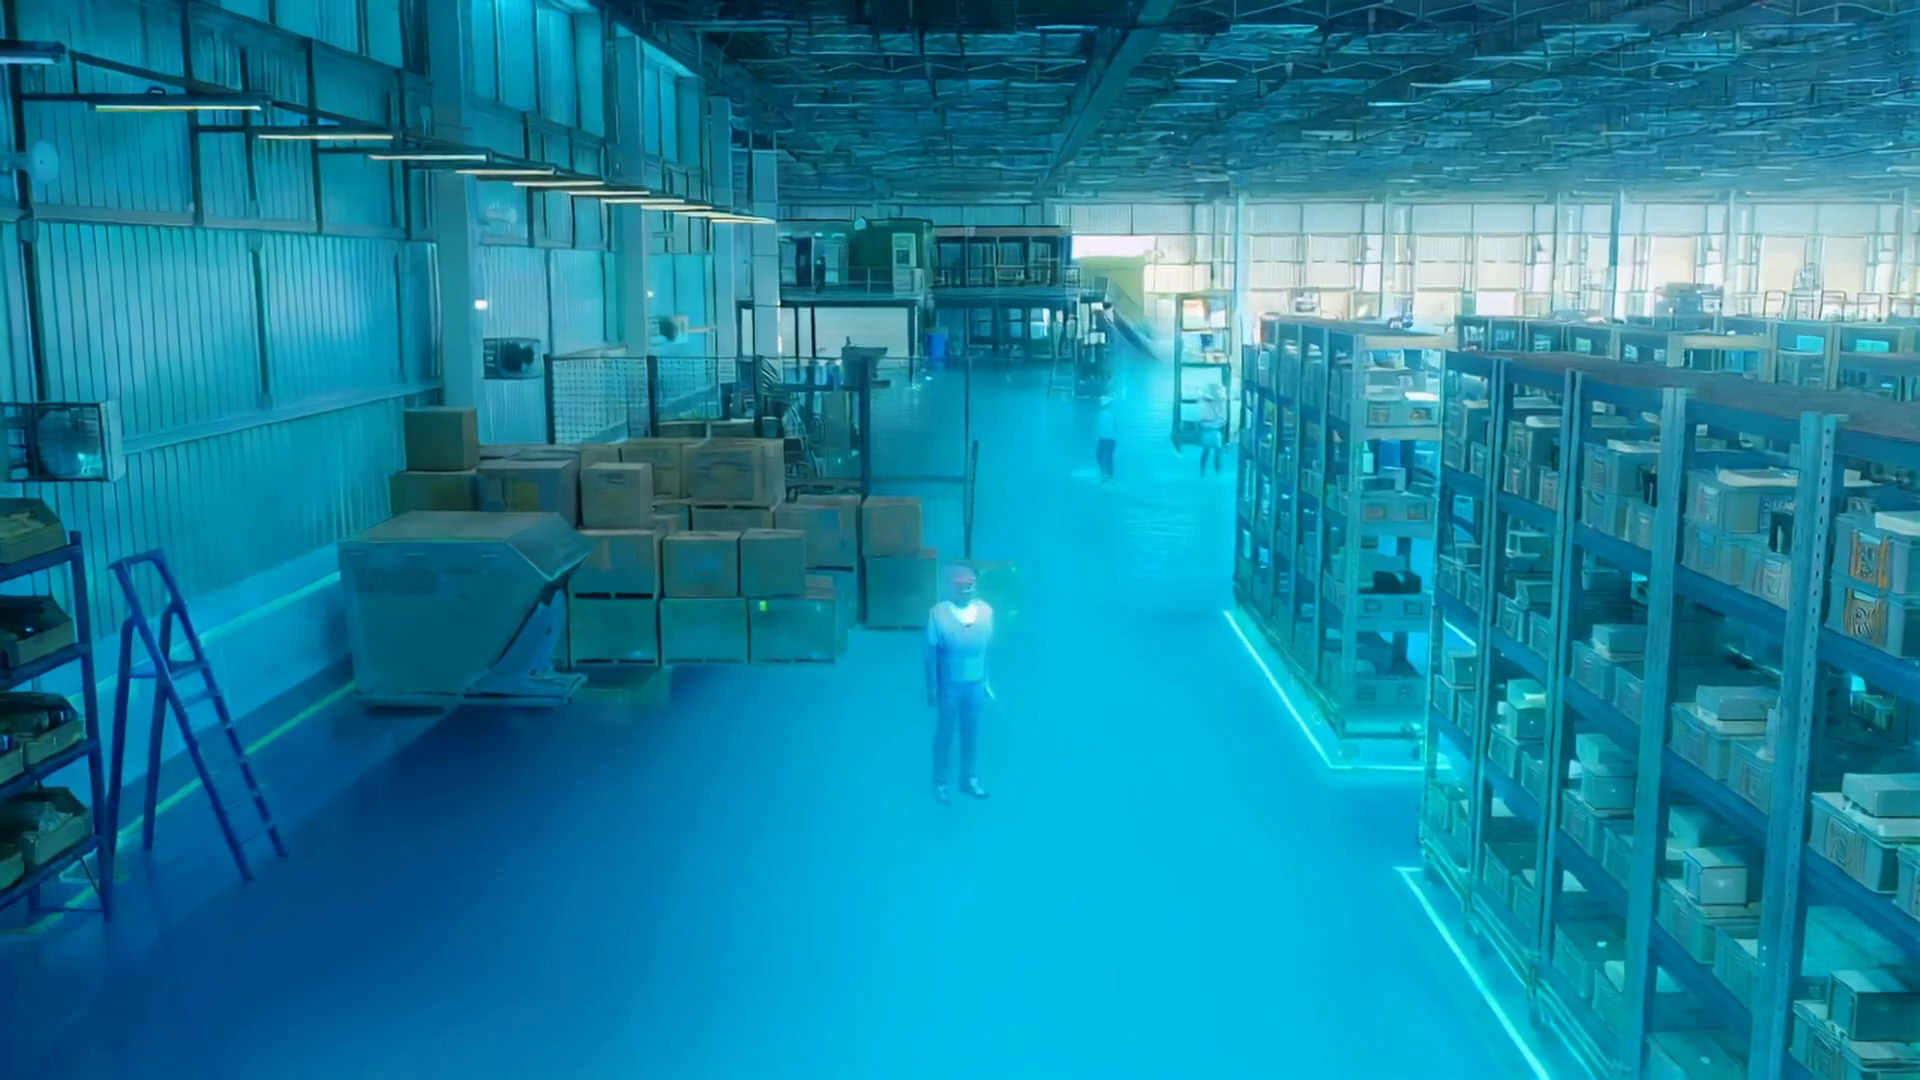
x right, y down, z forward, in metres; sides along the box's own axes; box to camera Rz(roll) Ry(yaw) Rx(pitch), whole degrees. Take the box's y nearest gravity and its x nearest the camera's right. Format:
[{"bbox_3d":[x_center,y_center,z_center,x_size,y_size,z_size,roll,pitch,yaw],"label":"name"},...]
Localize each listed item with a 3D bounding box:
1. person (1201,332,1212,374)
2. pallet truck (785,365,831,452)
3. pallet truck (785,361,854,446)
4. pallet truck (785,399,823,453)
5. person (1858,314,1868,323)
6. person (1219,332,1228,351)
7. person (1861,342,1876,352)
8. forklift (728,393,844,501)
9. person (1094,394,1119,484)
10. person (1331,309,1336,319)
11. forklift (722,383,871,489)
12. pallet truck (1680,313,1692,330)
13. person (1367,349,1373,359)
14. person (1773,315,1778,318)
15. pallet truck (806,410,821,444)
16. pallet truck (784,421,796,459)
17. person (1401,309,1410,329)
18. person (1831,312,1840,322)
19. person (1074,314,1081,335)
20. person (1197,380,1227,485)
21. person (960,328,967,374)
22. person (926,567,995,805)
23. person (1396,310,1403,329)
[{"bbox_3d":[9.775,-7.511,65.955,0.584,1.883,0.337,-7,12,-39],"label":"person"},{"bbox_3d":[-3.774,-2.976,37.635,1.885,1.965,0.823,1,9,5],"label":"pallet truck"},{"bbox_3d":[-3.410,-3.193,38.978,1.885,1.965,0.823,0,9,-1],"label":"pallet truck"},{"bbox_3d":[-3.814,-2.432,36.419,1.630,1.274,0.653,0,9,1],"label":"pallet truck"},{"bbox_3d":[46.506,-10.693,85.601,0.646,1.878,1.041,-7,11,-36],"label":"person"},{"bbox_3d":[12.336,-9.469,77.925,0.392,1.922,0.591,7,12,37],"label":"person"},{"bbox_3d":[31.511,-6.061,57.769,0.511,1.640,0.308,6,11,35],"label":"person"},{"bbox_3d":[-2.979,-1.316,26.476,2.680,1.987,1.157,0,9,1],"label":"forklift"},{"bbox_3d":[2.817,-1.933,31.962,0.541,1.757,0.362,-5,10,-28],"label":"person"},{"bbox_3d":[22.005,-12.689,98.035,0.457,1.848,0.544,1,9,6],"label":"person"},{"bbox_3d":[-2.893,-1.687,28.729,2.680,1.987,1.157,0,9,-1],"label":"forklift"},{"bbox_3d":[36.315,-10.531,84.244,0.823,1.965,1.885,-6,11,-33],"label":"pallet truck"},{"bbox_3d":[12.965,-5.244,52.180,0.404,1.824,0.586,-1,9,-6],"label":"person"},{"bbox_3d":[41.137,-10.465,84.202,0.657,1.875,0.538,4,10,23],"label":"person"},{"bbox_3d":[-3.559,-2.018,33.905,1.522,1.261,0.704,0,9,-1],"label":"pallet truck"},{"bbox_3d":[-4.013,-1.793,32.705,1.601,1.201,0.680,0,9,1],"label":"pallet truck"},{"bbox_3d":[25.394,-12.246,95.068,0.627,1.912,0.565,-1,9,-4],"label":"person"},{"bbox_3d":[46.905,-11.266,89.040,0.768,1.914,0.555,-4,10,-22],"label":"person"},{"bbox_3d":[6.844,-12.367,95.855,0.584,1.911,0.392,-4,10,-25],"label":"person"},{"bbox_3d":[4.879,-2.112,32.345,0.620,2.007,1.046,-1,9,-6],"label":"person"},{"bbox_3d":[0.155,-7.489,65.960,0.346,1.841,0.506,0,9,-1],"label":"person"},{"bbox_3d":[-0.003,1.109,12.908,0.571,1.843,0.372,-5,10,-27],"label":"person"},{"bbox_3d":[24.781,-12.023,93.707,0.613,1.908,0.643,5,10,28],"label":"person"}]
